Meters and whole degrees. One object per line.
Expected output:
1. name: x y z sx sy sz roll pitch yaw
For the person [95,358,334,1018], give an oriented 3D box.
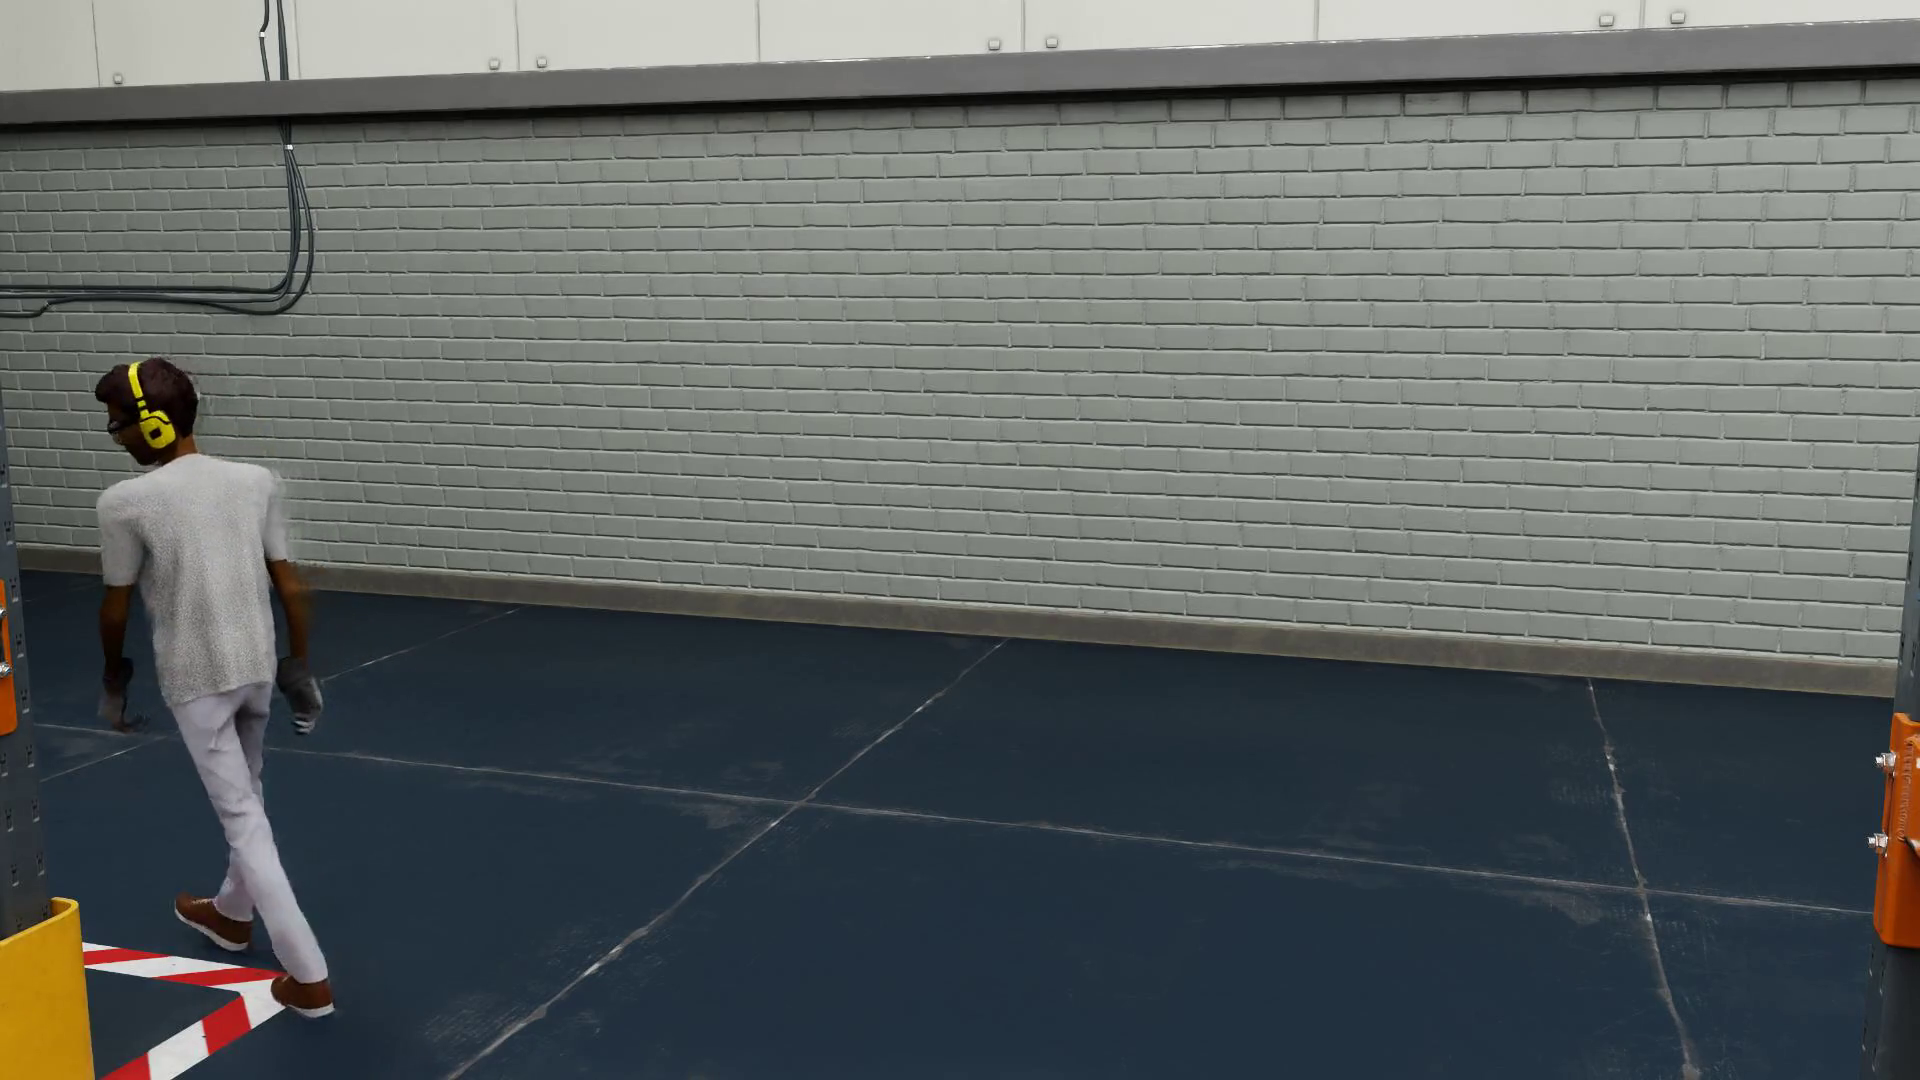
1. person: -2.119 0.401 4.632 0.937 1.809 0.550 6 11 33
